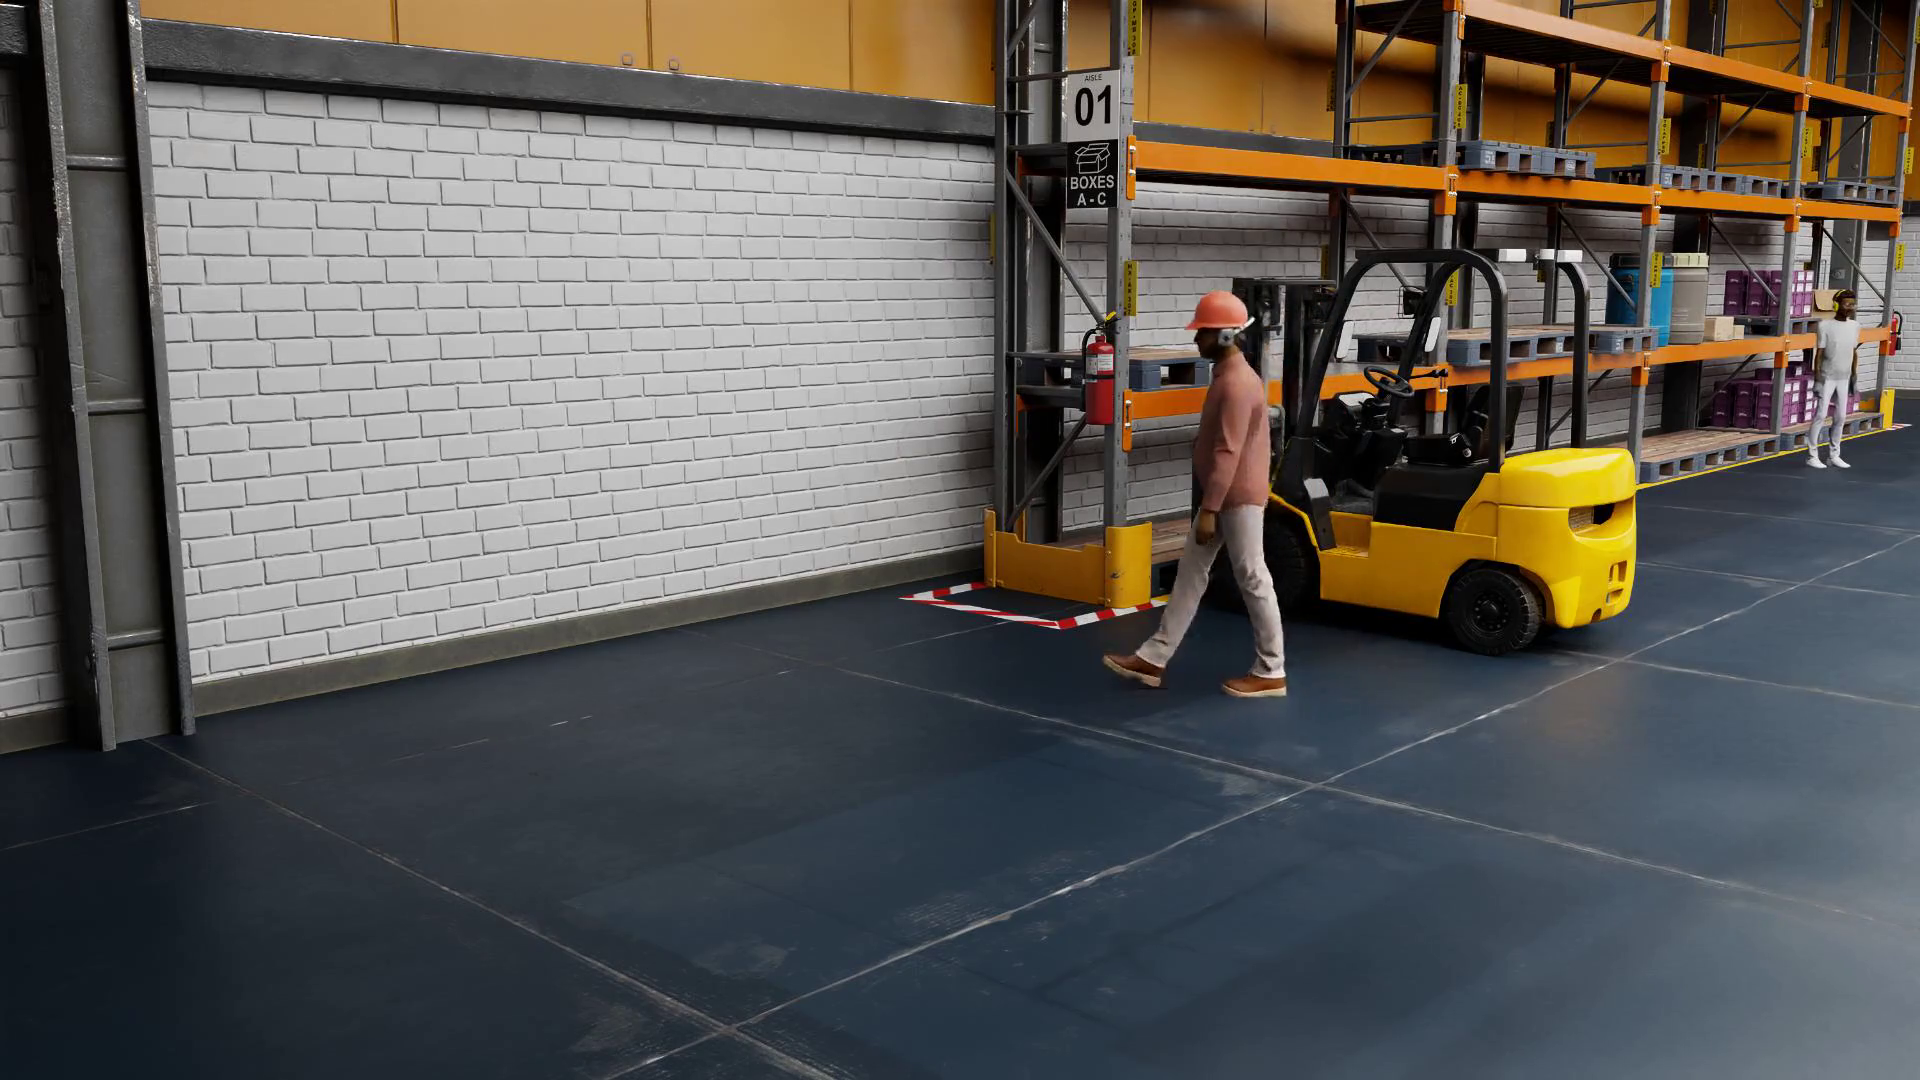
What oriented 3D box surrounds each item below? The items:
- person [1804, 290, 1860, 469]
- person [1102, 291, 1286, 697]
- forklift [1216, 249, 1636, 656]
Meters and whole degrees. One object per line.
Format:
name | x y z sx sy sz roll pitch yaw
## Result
person | 9.099 -1.665 17.289 0.511 1.860 0.318 -2 9 -11
person | 1.152 -0.198 7.978 0.962 1.951 0.652 0 9 0
forklift | 2.710 -0.584 9.626 2.313 2.155 1.214 9 13 43
